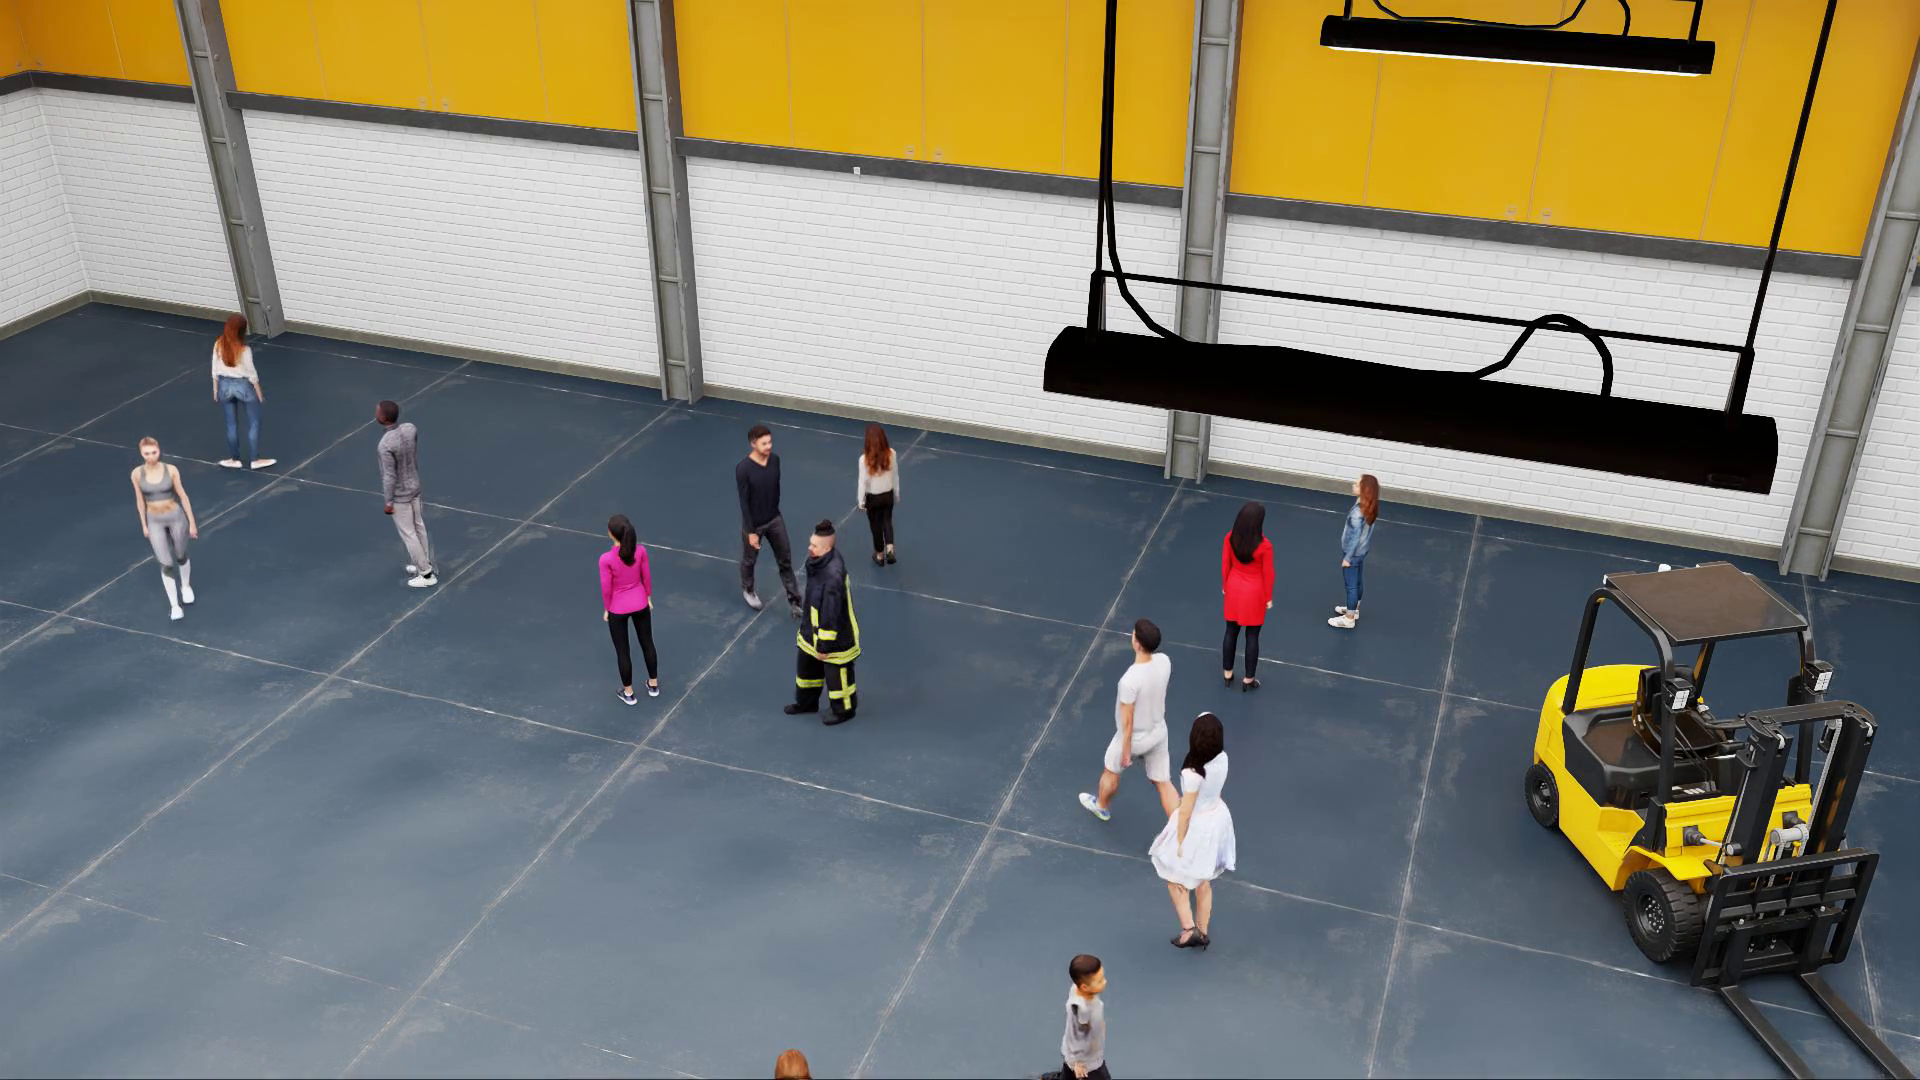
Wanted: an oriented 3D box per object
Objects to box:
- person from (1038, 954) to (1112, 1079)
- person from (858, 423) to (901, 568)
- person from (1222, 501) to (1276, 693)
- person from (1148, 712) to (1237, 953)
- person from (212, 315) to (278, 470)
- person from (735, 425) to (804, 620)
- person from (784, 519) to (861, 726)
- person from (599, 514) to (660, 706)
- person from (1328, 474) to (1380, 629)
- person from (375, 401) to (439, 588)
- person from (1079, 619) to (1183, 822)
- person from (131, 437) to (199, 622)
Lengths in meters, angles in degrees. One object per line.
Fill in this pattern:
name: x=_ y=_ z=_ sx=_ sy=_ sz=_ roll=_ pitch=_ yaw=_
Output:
person: x=0.646 y=2.901 z=9.590 sx=1.028 sy=1.435 sz=0.735 roll=2 pitch=29 yaw=4
person: x=-0.726 y=-0.380 z=15.558 sx=0.736 sy=1.480 sz=0.795 roll=-12 pitch=31 yaw=-21
person: x=2.362 y=0.463 z=13.733 sx=0.620 sy=1.747 sz=0.731 roll=17 pitch=33 yaw=28
person: x=1.658 y=1.985 z=10.902 sx=0.909 sy=1.787 sz=0.832 roll=25 pitch=37 yaw=38
person: x=-7.645 y=-1.542 z=17.460 sx=0.577 sy=1.699 sz=0.855 roll=-3 pitch=29 yaw=-6
person: x=-1.832 y=-0.175 z=14.817 sx=1.025 sy=1.830 sz=1.231 roll=-21 pitch=35 yaw=-33
person: x=-0.977 y=0.648 z=13.282 sx=1.052 sy=1.854 sz=0.995 roll=-9 pitch=30 yaw=-17
person: x=-2.712 y=0.555 z=13.614 sx=0.692 sy=1.699 sz=0.734 roll=-17 pitch=33 yaw=-29
person: x=3.506 y=0.085 z=14.707 sx=0.538 sy=1.478 sz=0.596 roll=14 pitch=32 yaw=24
person: x=-5.097 y=-0.443 z=15.281 sx=0.699 sy=1.855 sz=0.733 roll=7 pitch=29 yaw=12
person: x=1.373 y=1.435 z=11.884 sx=1.102 sy=1.811 sz=1.344 roll=-22 pitch=36 yaw=-35
person: x=-7.124 y=-0.167 z=14.960 sx=0.960 sy=1.679 sz=1.014 roll=-12 pitch=31 yaw=-20
